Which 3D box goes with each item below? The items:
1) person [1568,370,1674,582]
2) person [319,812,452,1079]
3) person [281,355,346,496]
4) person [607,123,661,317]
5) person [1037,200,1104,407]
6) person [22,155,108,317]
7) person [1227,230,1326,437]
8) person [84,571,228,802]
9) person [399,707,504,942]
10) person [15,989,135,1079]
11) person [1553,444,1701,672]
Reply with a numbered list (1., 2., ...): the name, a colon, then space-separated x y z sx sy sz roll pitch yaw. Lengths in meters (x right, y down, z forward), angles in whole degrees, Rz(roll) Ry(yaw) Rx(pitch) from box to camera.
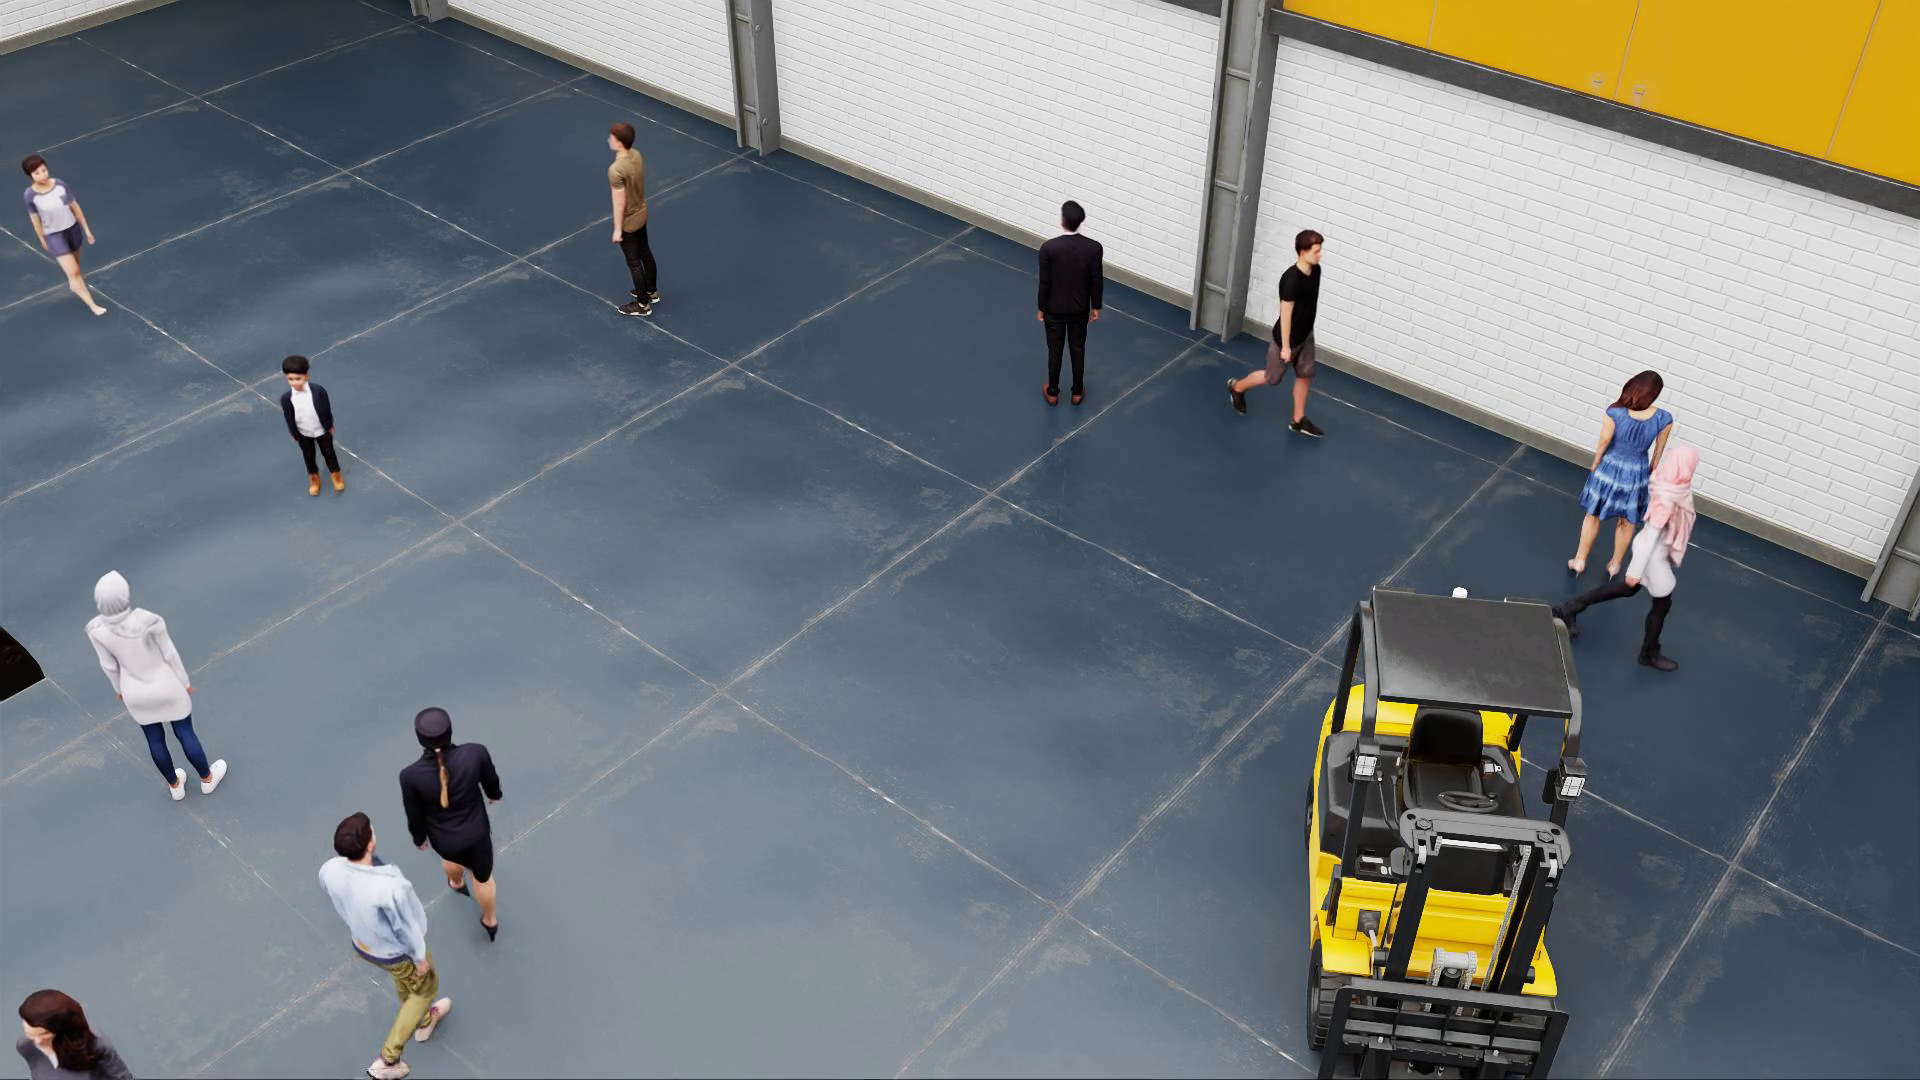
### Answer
1. person: 4.807 -0.457 12.096 0.681 1.806 0.812 7 39 9
2. person: -3.068 2.189 8.794 0.932 1.792 0.873 18 42 21
3. person: -5.130 -0.924 13.148 0.575 1.223 0.601 -12 40 -15
4. person: -2.996 -2.933 15.161 0.725 1.850 0.741 9 40 11
5. person: 0.898 -1.976 13.936 0.752 1.883 0.815 -3 39 -4
6. person: -8.299 -2.836 15.313 1.054 1.509 0.602 24 45 27
7. person: 2.648 -1.714 13.643 1.130 1.840 0.683 30 47 32
8. person: -5.047 0.930 10.384 0.686 1.775 0.733 -6 39 -7
9. person: -2.855 1.700 9.519 0.896 1.651 0.995 -18 42 -21
10. person: -4.200 2.711 8.169 0.864 1.756 0.914 2 39 2
11. person: 4.653 0.088 11.442 1.216 1.770 0.892 15 41 18
